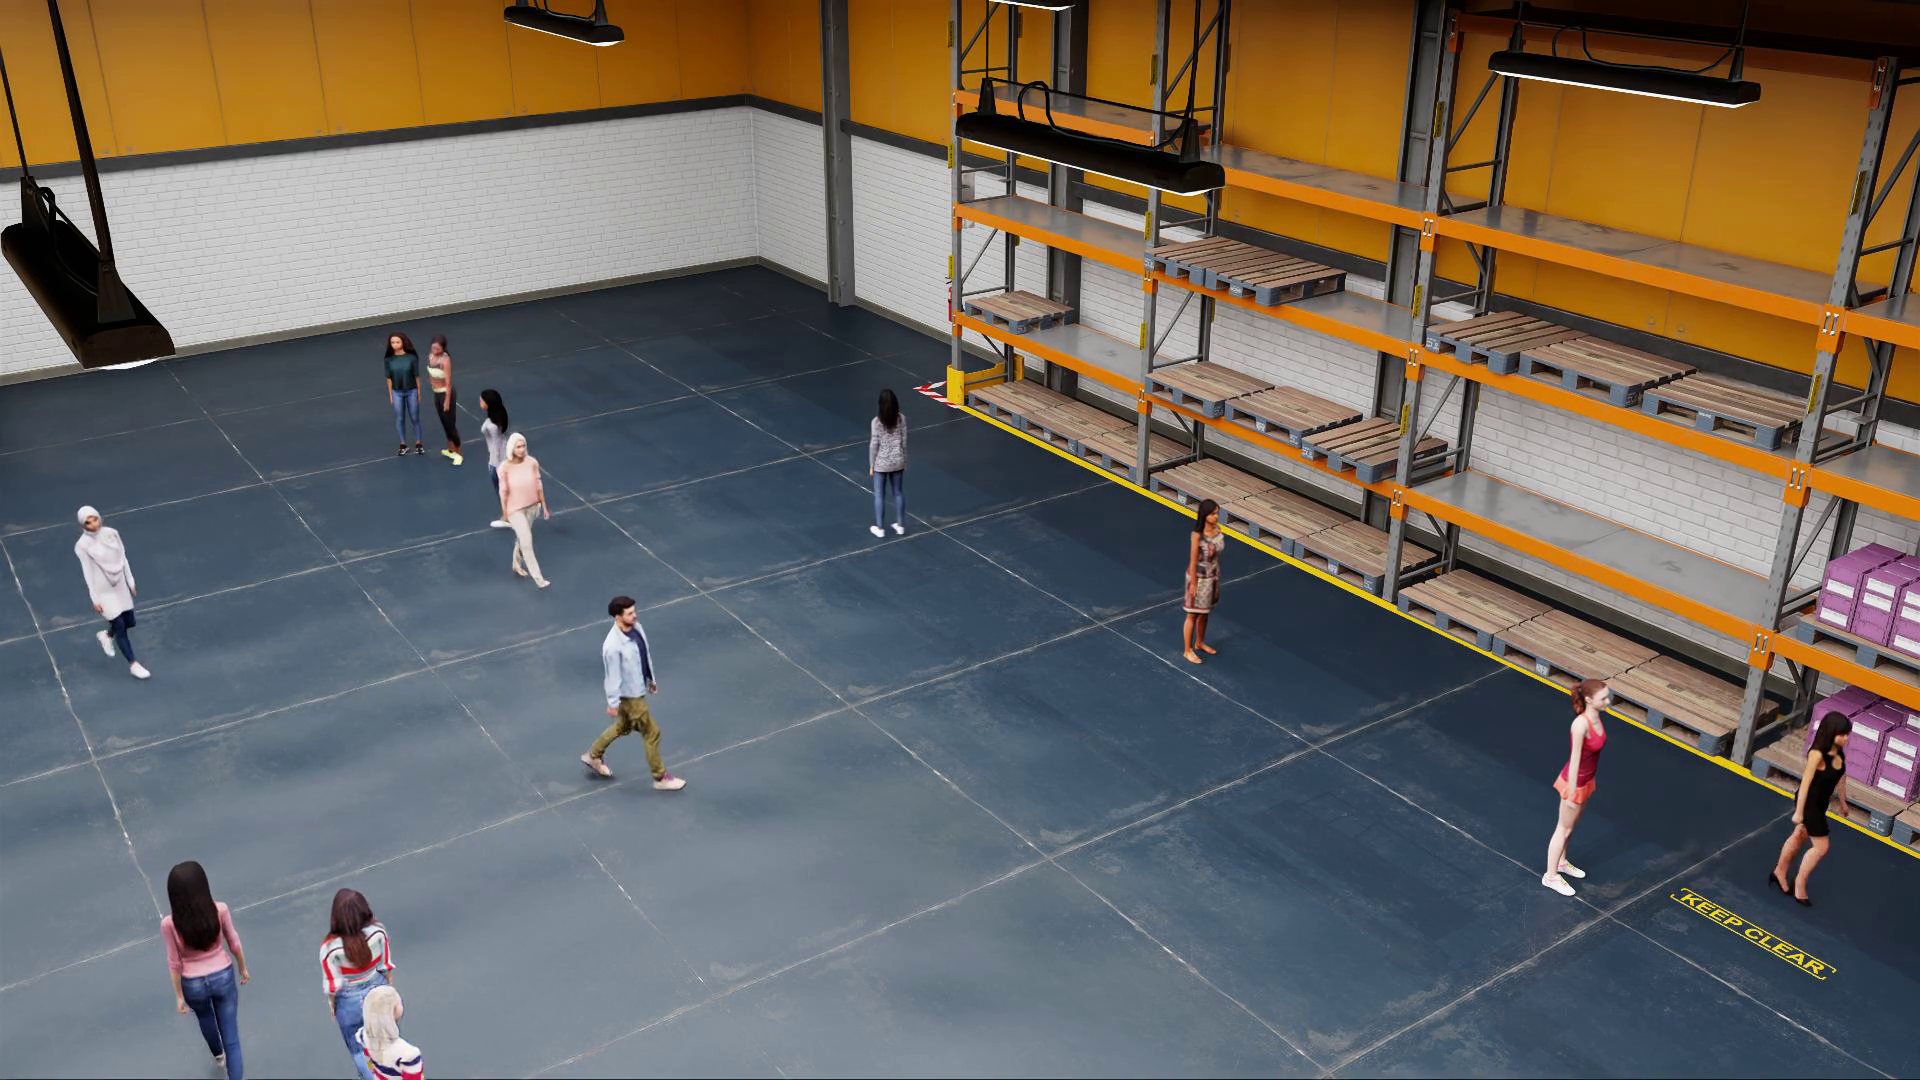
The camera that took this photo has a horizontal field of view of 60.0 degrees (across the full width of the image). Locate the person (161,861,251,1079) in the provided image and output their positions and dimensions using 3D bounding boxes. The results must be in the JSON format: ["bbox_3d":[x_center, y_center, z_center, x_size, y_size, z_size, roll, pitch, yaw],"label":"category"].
[{"bbox_3d":[-4.684,2.844,10.409,0.699,1.693,1.173,-11,26,-24],"label":"person"}]

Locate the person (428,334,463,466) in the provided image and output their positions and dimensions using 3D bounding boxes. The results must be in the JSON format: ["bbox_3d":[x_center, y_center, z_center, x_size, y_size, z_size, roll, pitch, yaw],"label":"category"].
[{"bbox_3d":[-6.507,-1.811,21.013,0.840,1.730,0.531,-14,27,-30],"label":"person"}]

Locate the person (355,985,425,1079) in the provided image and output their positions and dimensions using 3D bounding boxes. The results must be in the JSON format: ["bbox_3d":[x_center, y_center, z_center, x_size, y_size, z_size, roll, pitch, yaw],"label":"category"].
[{"bbox_3d":[-3.206,3.300,9.283,1.198,1.759,1.021,15,28,30],"label":"person"}]

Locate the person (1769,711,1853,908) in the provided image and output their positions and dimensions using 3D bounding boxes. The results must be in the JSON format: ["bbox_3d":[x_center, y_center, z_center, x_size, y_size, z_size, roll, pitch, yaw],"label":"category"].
[{"bbox_3d":[6.317,1.968,12.490,0.615,1.631,0.643,-21,31,-40],"label":"person"}]

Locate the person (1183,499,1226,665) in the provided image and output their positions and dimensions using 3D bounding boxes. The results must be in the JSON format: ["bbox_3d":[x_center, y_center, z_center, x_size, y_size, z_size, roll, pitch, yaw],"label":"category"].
[{"bbox_3d":[2.358,0.367,16.135,0.592,1.645,0.688,21,31,40],"label":"person"}]

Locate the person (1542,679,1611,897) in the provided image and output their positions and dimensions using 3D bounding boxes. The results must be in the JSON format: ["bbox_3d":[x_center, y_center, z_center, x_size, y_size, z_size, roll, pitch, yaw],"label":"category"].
[{"bbox_3d":[4.697,1.835,12.642,0.641,1.753,0.635,16,29,33],"label":"person"}]

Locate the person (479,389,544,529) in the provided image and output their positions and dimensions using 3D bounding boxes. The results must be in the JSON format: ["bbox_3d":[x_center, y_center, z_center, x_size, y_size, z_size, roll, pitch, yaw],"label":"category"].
[{"bbox_3d":[-5.125,-0.898,18.950,1.007,1.709,0.971,3,24,7],"label":"person"}]

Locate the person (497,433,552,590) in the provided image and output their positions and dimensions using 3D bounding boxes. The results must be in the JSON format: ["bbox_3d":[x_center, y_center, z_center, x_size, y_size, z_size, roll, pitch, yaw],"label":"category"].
[{"bbox_3d":[-4.699,-0.343,17.719,0.711,1.678,1.128,-21,31,-40],"label":"person"}]

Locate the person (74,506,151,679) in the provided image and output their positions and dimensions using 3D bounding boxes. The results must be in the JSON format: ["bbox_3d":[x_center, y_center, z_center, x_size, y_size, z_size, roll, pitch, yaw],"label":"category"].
[{"bbox_3d":[-8.092,0.486,15.729,1.039,1.753,0.890,11,26,24],"label":"person"}]

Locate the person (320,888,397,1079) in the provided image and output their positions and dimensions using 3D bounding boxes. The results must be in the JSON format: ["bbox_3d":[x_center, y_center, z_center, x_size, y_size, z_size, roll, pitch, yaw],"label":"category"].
[{"bbox_3d":[-3.699,2.908,10.385,0.665,1.595,0.967,-20,30,-37],"label":"person"}]

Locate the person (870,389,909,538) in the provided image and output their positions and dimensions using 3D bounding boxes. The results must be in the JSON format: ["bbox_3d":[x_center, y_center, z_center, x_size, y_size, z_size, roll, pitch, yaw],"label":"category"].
[{"bbox_3d":[-0.807,-0.878,18.876,0.642,1.732,0.582,-11,26,-24],"label":"person"}]

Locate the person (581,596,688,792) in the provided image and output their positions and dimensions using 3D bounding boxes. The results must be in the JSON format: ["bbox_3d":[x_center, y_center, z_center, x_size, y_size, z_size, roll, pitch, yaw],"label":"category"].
[{"bbox_3d":[-2.839,1.278,13.896,1.248,1.769,1.193,4,24,9],"label":"person"}]

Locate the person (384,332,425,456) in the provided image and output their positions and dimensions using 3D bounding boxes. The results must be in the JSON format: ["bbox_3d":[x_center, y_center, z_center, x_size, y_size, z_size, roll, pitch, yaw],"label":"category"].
[{"bbox_3d":[-7.122,-1.893,21.343,0.692,1.616,0.718,-3,24,-8],"label":"person"}]
